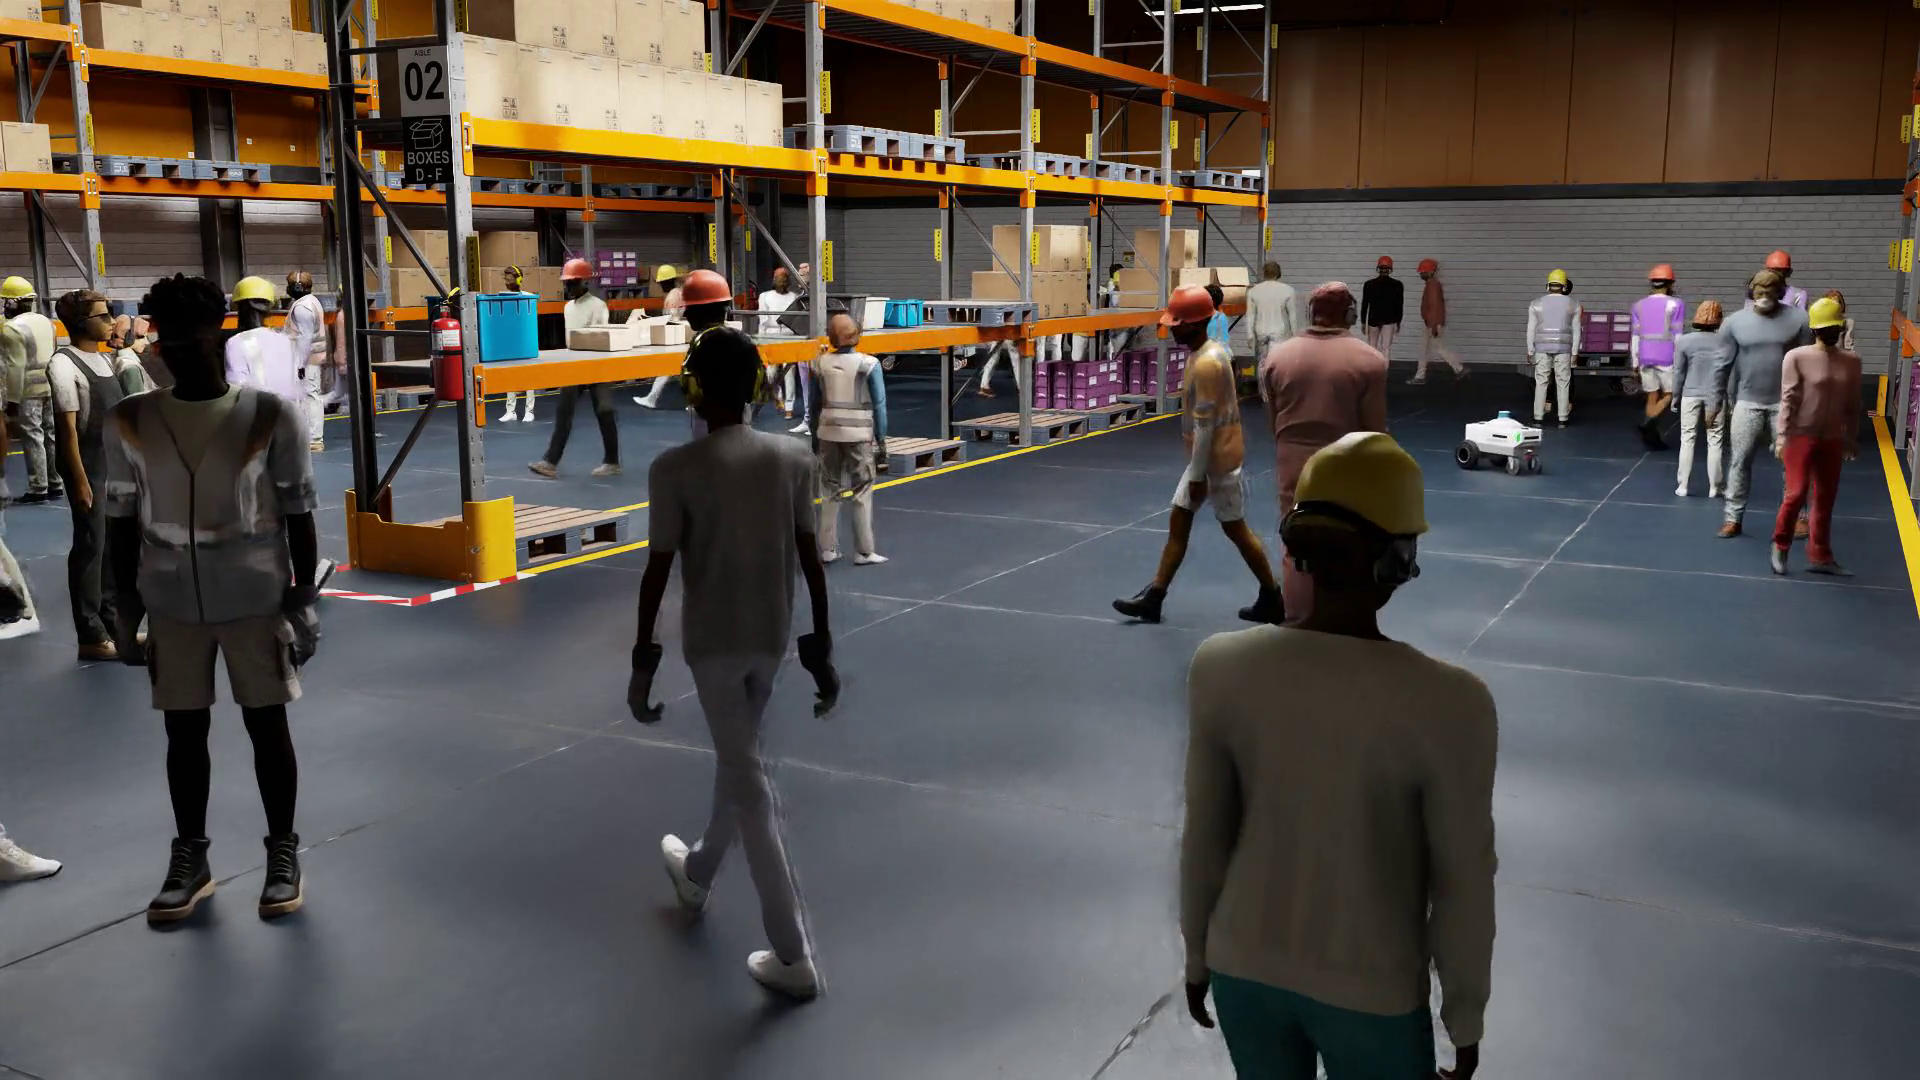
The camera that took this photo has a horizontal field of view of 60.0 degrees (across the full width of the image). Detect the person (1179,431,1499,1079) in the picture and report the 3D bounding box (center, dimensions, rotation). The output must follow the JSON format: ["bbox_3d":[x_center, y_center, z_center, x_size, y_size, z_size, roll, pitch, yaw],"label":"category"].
[{"bbox_3d":[0.549,0.710,2.633,0.524,1.749,0.573,7,12,34],"label":"person"}]

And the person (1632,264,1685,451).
[{"bbox_3d":[7.057,-1.836,16.871,0.586,1.913,0.583,-8,13,-40],"label":"person"}]

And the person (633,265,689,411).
[{"bbox_3d":[-3.696,-2.575,21.300,1.016,1.851,0.581,2,10,11],"label":"person"}]

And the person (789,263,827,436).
[{"bbox_3d":[-1.678,-2.118,18.518,0.406,1.911,0.639,-5,11,-29],"label":"person"}]

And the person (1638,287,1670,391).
[{"bbox_3d":[10.261,-2.940,24.223,0.881,1.582,0.537,1,10,7],"label":"person"}]

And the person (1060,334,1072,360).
[{"bbox_3d":[1.895,-3.957,29.087,0.552,1.935,0.361,3,10,17],"label":"person"}]

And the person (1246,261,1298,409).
[{"bbox_3d":[4.121,-2.694,21.879,0.641,1.900,0.934,5,11,25],"label":"person"}]

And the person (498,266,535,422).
[{"bbox_3d":[-5.312,-2.339,19.935,0.517,1.865,0.328,2,10,12],"label":"person"}]

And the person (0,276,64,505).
[{"bbox_3d":[-7.502,-1.195,13.390,0.404,1.835,0.587,0,10,1],"label":"person"}]

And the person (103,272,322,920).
[{"bbox_3d":[-2.259,0.181,5.043,0.612,1.962,0.364,-1,10,-7],"label":"person"}]

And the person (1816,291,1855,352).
[{"bbox_3d":[9.196,-1.826,17.651,0.500,1.628,0.277,3,10,19],"label":"person"}]

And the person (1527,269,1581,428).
[{"bbox_3d":[6.877,-2.213,19.283,0.591,1.834,0.404,4,11,22],"label":"person"}]

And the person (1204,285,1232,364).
[{"bbox_3d":[2.707,-1.858,17.666,0.323,1.692,0.535,5,11,26],"label":"person"}]

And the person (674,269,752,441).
[{"bbox_3d":[-1.305,-0.460,8.846,0.375,1.933,0.550,-5,11,-28],"label":"person"}]

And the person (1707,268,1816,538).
[{"bbox_3d":[5.729,-0.957,11.783,0.778,1.915,0.538,5,11,29],"label":"person"}]

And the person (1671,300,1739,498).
[{"bbox_3d":[6.167,-1.166,13.798,0.498,1.634,0.284,5,11,27],"label":"person"}]

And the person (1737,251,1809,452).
[{"bbox_3d":[8.293,-1.917,17.024,0.621,2.039,0.408,8,13,39],"label":"person"}]

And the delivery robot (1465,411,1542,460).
[{"bbox_3d":[5.033,-0.952,15.411,0.477,0.478,0.707,-5,11,-27],"label":"delivery robot"}]

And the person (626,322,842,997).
[{"bbox_3d":[-0.687,0.306,4.718,0.557,1.821,0.975,-8,13,-39],"label":"person"}]

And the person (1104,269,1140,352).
[{"bbox_3d":[2.410,-3.109,24.625,0.597,1.797,0.889,8,13,40],"label":"person"}]

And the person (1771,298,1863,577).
[{"bbox_3d":[5.309,-0.621,10.325,0.615,1.745,0.376,-2,10,-9],"label":"person"}]

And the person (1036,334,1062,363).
[{"bbox_3d":[1.423,-3.496,26.494,0.639,1.919,0.434,-1,10,-7],"label":"person"}]

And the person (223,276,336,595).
[{"bbox_3d":[-4.001,-0.578,9.702,0.809,1.876,0.635,2,10,10],"label":"person"}]

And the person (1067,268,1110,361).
[{"bbox_3d":[1.762,-2.848,22.969,0.620,1.836,0.429,-1,10,-4],"label":"person"}]

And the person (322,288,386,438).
[{"bbox_3d":[-6.729,-1.938,18.008,0.815,1.722,0.569,-3,10,-19],"label":"person"}]

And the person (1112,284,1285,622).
[{"bbox_3d":[1.349,-0.451,9.014,0.981,1.860,0.609,0,10,0],"label":"person"}]

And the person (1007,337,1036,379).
[{"bbox_3d":[1.096,-3.525,26.748,0.773,1.880,0.416,-9,13,-41],"label":"person"}]

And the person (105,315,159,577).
[{"bbox_3d":[-5.186,-0.590,10.451,0.309,1.640,0.512,-8,13,-39],"label":"person"}]

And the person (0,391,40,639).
[{"bbox_3d":[-5.159,-0.331,8.474,0.584,1.814,0.754,1,10,4],"label":"person"}]

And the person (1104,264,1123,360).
[{"bbox_3d":[2.620,-3.710,27.934,0.429,1.844,0.627,2,10,11],"label":"person"}]

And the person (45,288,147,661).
[{"bbox_3d":[-4.313,-0.324,8.318,0.345,1.847,0.508,-1,10,-5],"label":"person"}]

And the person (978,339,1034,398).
[{"bbox_3d":[0.617,-2.903,23.305,0.587,1.832,1.026,9,14,44],"label":"person"}]

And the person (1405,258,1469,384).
[{"bbox_3d":[7.340,-3.334,25.464,0.851,1.951,0.659,1,10,6],"label":"person"}]

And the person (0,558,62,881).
[{"bbox_3d":[-3.455,0.176,5.375,0.914,1.862,0.637,-2,10,-9],"label":"person"}]

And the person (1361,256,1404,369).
[{"bbox_3d":[6.418,-3.322,25.308,0.610,1.968,0.713,3,10,17],"label":"person"}]

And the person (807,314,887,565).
[{"bbox_3d":[-0.733,-0.635,10.751,0.560,1.625,0.331,3,10,18],"label":"person"}]

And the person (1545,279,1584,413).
[{"bbox_3d":[7.613,-2.454,21.075,0.532,1.697,0.319,1,10,8],"label":"person"}]

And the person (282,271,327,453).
[{"bbox_3d":[-6.663,-1.804,16.899,0.429,1.844,0.627,-2,10,-14],"label":"person"}]

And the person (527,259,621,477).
[{"bbox_3d":[-3.441,-1.512,14.870,0.621,1.957,0.936,7,12,36],"label":"person"}]

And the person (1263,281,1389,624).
[{"bbox_3d":[1.834,-0.326,8.230,0.642,1.874,0.807,5,11,27],"label":"person"}]

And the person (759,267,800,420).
[{"bbox_3d":[-2.187,-2.429,20.455,0.567,1.859,0.832,-1,10,-4],"label":"person"}]
